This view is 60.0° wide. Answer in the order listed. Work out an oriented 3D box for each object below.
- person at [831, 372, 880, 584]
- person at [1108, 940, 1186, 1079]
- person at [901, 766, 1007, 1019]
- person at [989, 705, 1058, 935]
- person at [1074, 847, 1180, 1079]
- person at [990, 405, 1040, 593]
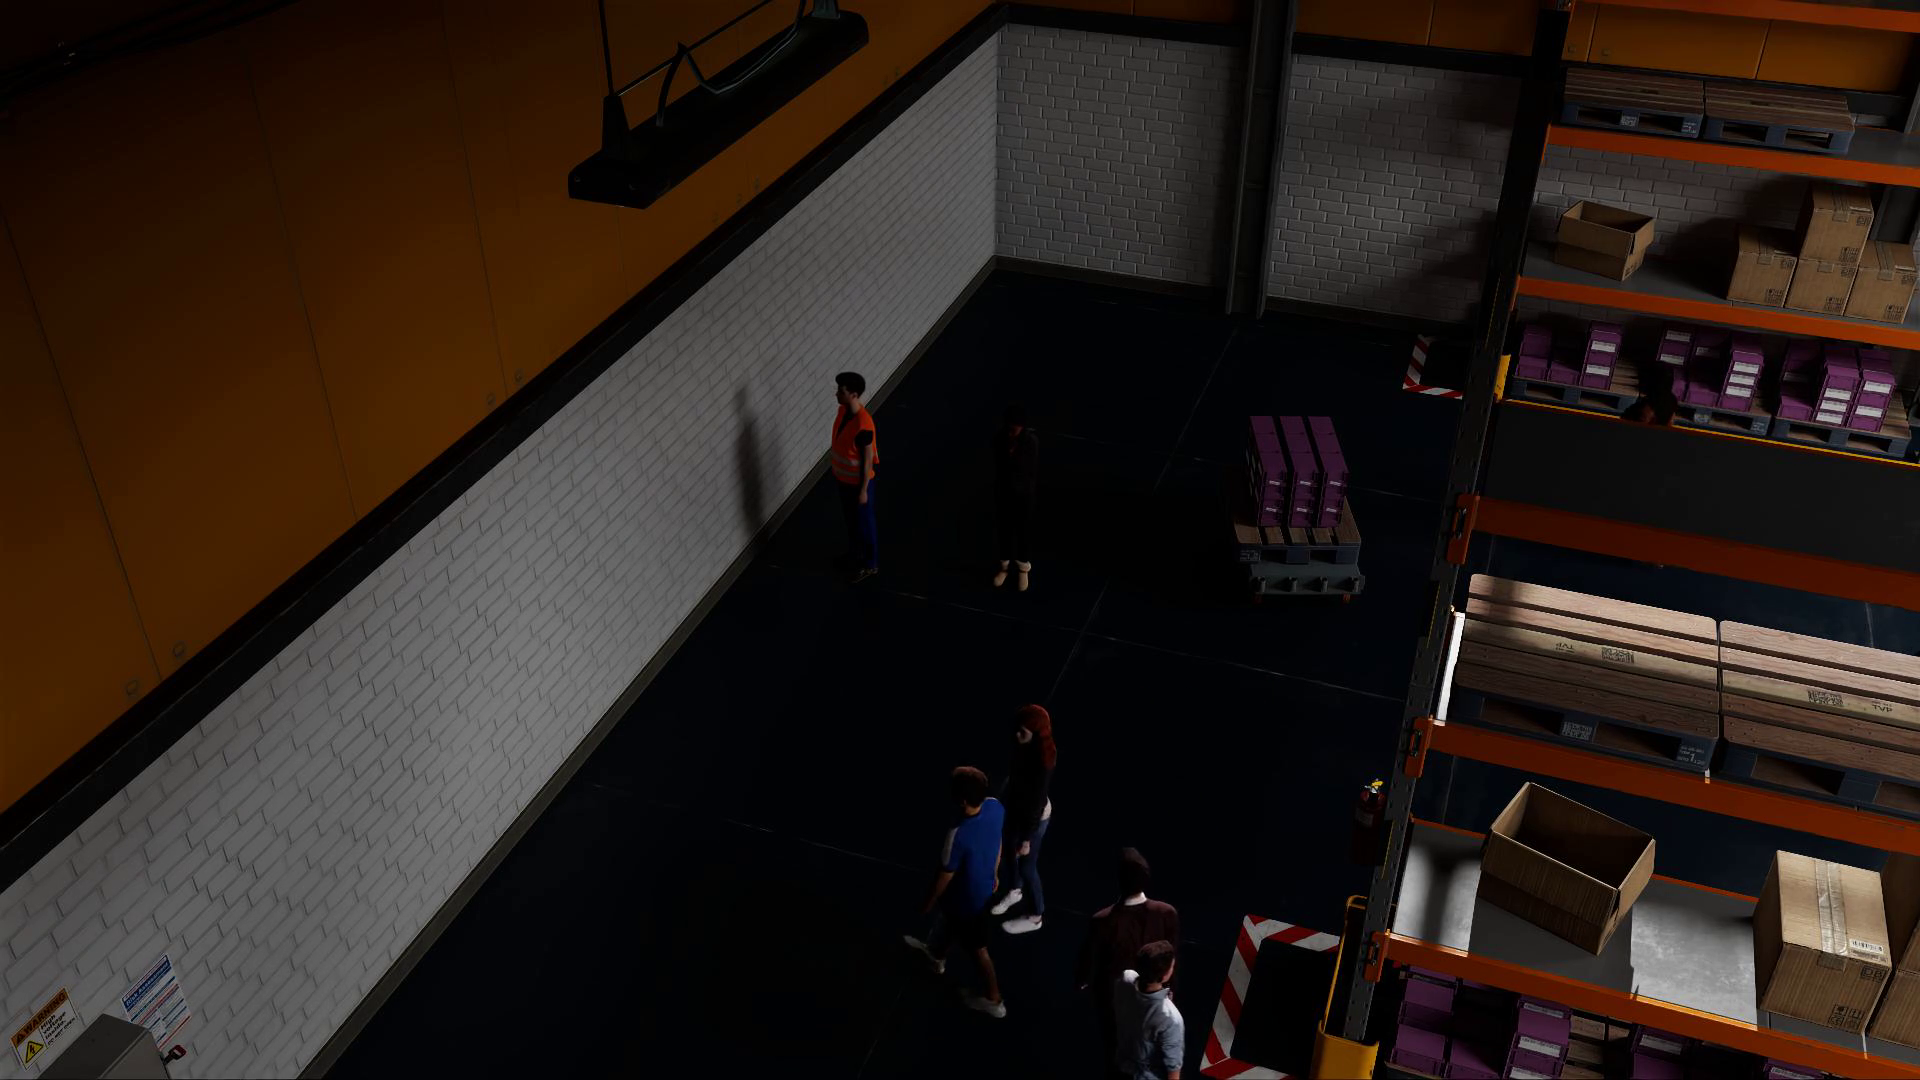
[{"bbox_3d":[-0.856,-0.537,13.682,0.842,1.888,0.776,-16,37,-22],"label":"person"},{"bbox_3d":[0.959,2.786,8.720,0.793,1.847,0.691,-21,39,-29],"label":"person"},{"bbox_3d":[0.113,2.099,9.762,1.070,1.838,0.760,17,37,23],"label":"person"},{"bbox_3d":[0.431,1.724,10.373,0.760,1.785,0.698,-15,36,-21],"label":"person"},{"bbox_3d":[0.946,2.508,9.148,1.104,1.837,1.083,-7,34,-10],"label":"person"},{"bbox_3d":[0.452,-0.396,13.676,0.638,1.660,0.567,-27,42,-35],"label":"person"}]
